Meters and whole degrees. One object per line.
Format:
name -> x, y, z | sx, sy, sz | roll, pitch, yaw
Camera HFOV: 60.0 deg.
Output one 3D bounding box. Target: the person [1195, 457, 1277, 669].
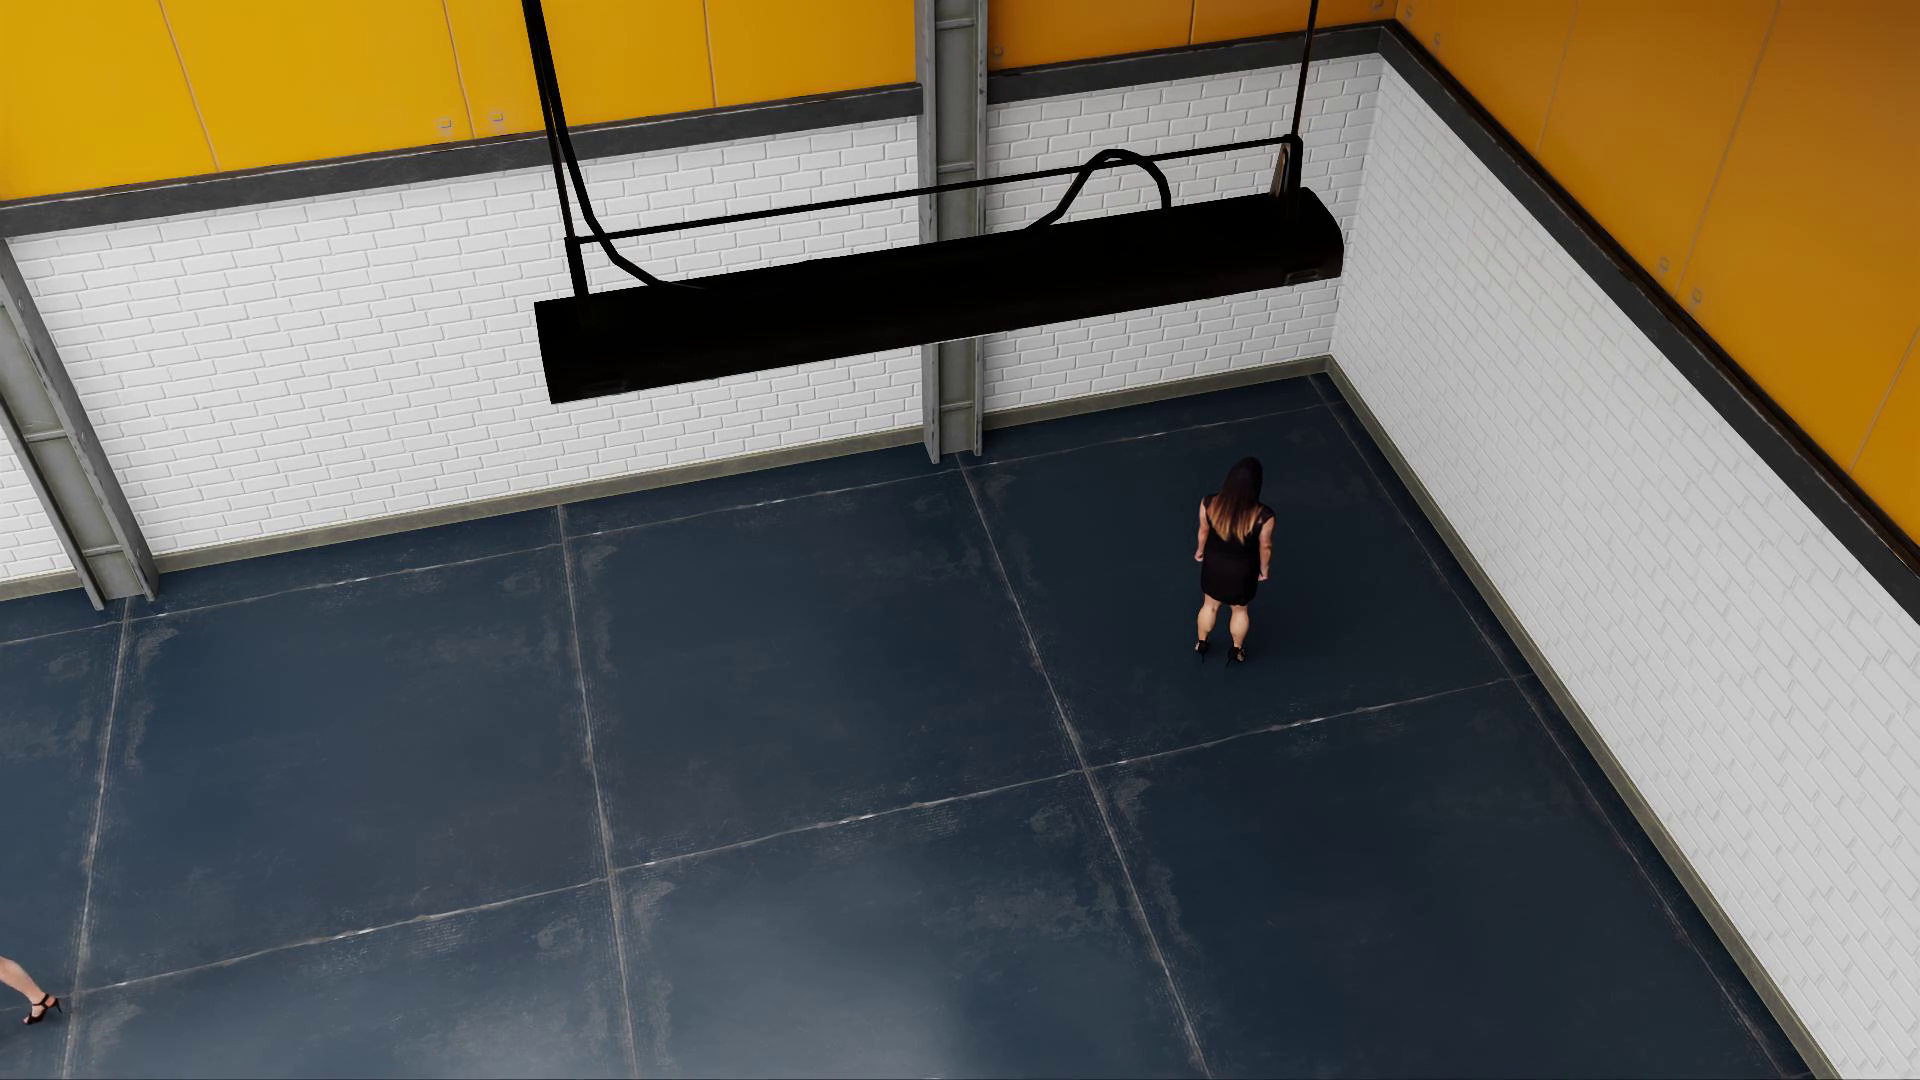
person -> 1.739, 0.163, 10.645 | 0.725, 1.718, 0.812 | 15, 46, 15
